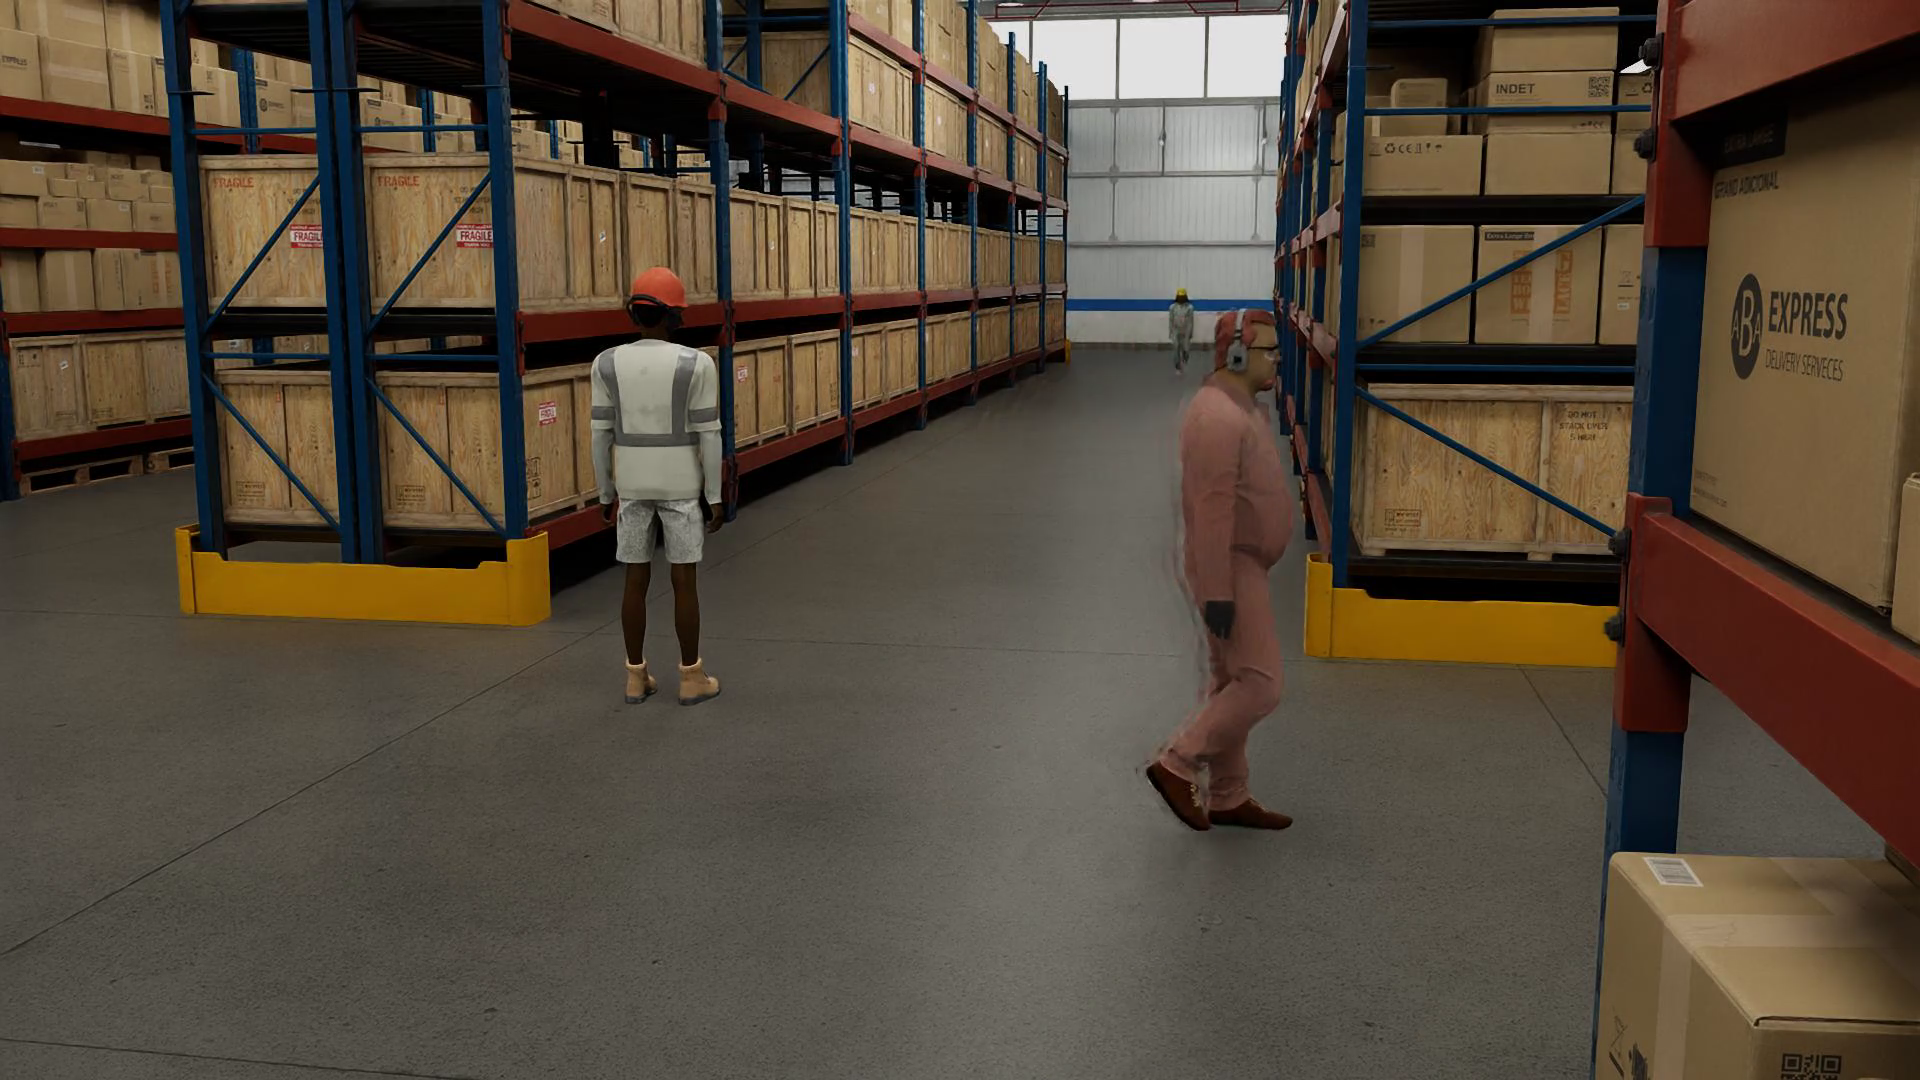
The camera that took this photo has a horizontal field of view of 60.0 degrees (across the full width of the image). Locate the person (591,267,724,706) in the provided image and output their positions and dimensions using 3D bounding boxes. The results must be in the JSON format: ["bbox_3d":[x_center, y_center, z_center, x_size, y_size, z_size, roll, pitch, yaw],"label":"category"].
[{"bbox_3d":[-1.399,-0.243,7.788,0.614,2.039,0.383,1,9,8],"label":"person"}]

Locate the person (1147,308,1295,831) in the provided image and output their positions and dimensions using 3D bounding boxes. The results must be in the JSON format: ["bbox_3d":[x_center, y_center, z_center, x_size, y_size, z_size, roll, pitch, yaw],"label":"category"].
[{"bbox_3d":[0.990,0.127,5.929,0.427,1.895,0.666,2,9,15],"label":"person"}]

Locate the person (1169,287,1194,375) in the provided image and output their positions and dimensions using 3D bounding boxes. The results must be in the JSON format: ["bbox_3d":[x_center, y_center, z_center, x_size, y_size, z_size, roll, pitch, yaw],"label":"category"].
[{"bbox_3d":[4.370,-4.134,32.903,0.489,1.731,0.453,1,9,7],"label":"person"}]
